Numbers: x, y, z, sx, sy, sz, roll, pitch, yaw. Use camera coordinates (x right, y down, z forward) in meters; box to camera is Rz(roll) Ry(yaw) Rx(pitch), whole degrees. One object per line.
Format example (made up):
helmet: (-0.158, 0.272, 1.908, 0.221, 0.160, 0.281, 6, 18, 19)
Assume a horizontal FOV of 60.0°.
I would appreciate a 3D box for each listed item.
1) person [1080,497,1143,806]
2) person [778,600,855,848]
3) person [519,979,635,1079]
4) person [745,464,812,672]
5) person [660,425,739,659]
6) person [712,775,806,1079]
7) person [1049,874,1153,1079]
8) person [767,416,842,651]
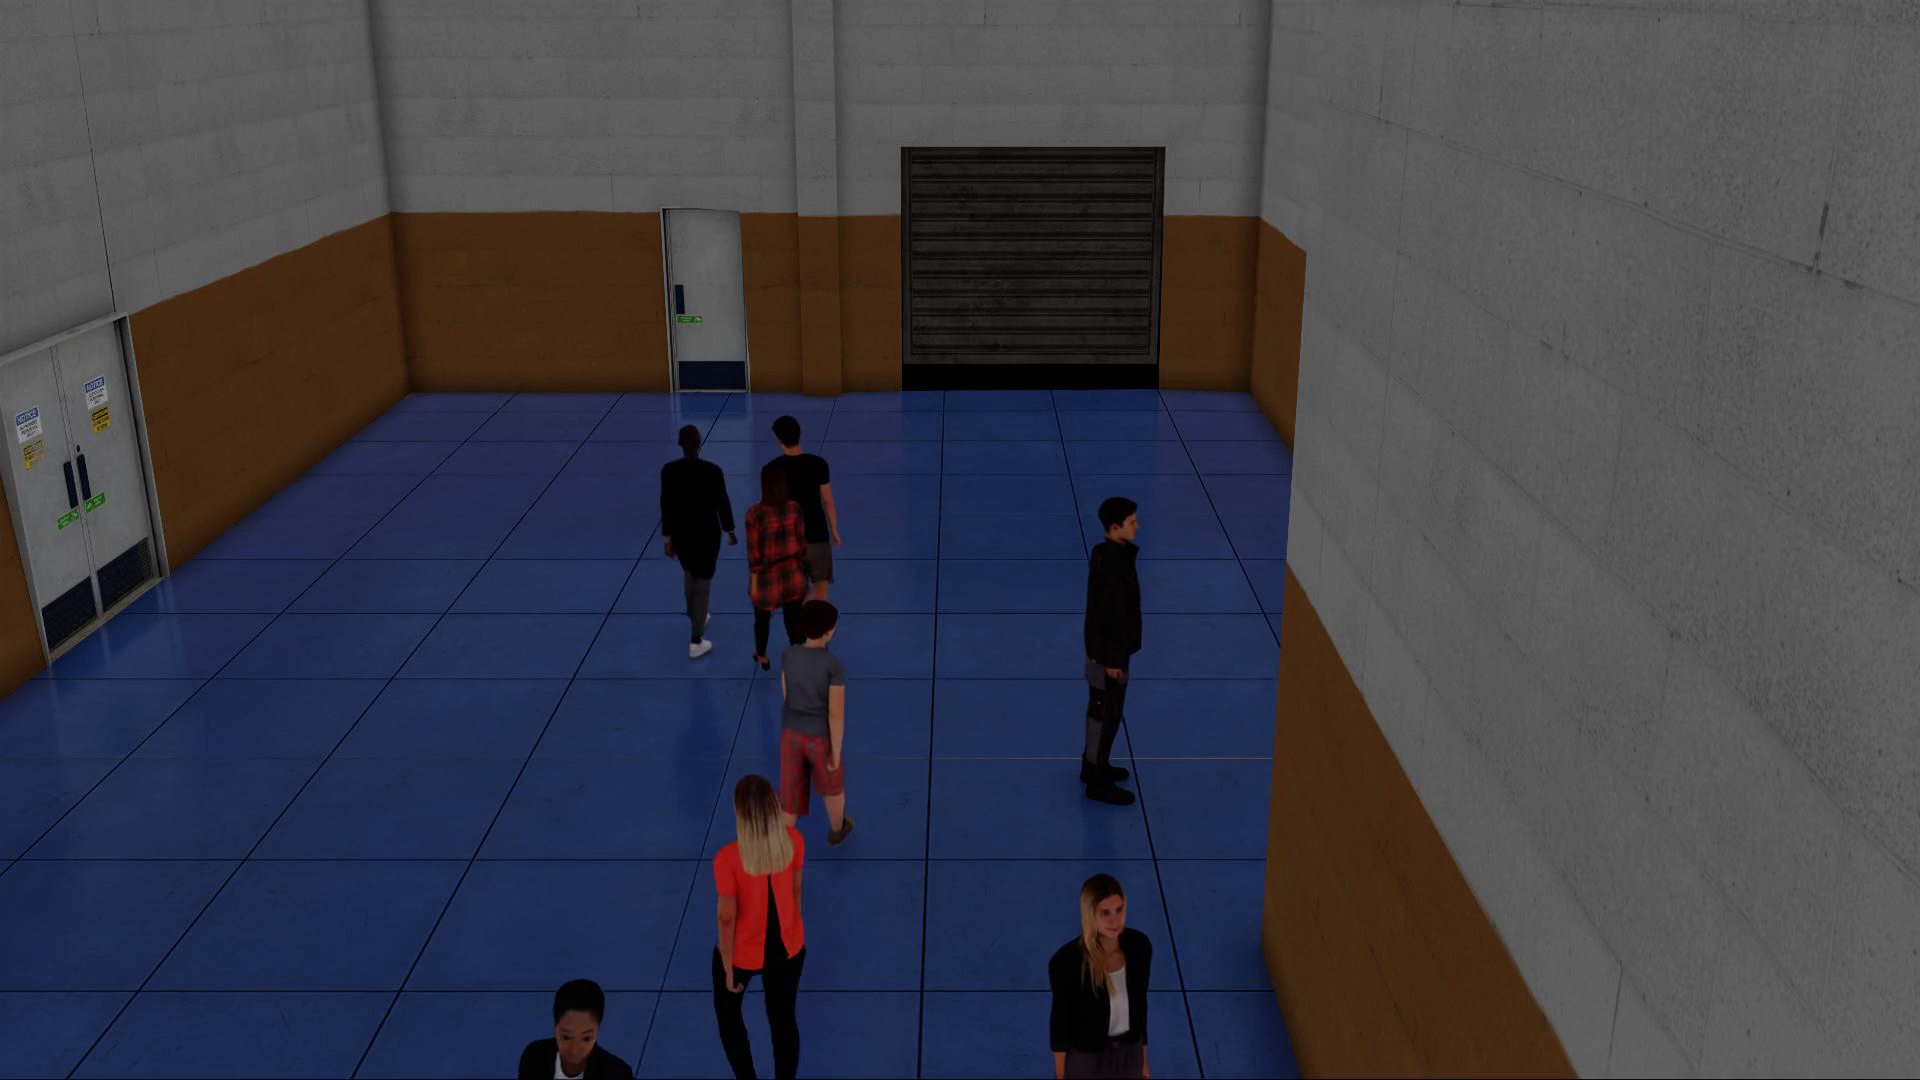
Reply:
person: (0.921, 0.656, 10.296, 0.582, 1.945, 0.696, 1, 19, 3)
person: (-0.879, 1.176, 9.269, 1.165, 1.602, 0.879, 5, 19, 15)
person: (-1.266, 2.257, 5.745, 0.803, 1.819, 0.827, 6, 20, 17)
person: (-1.252, 0.325, 11.735, 1.150, 1.654, 1.013, -9, 21, -25)
person: (-2.015, 0.059, 12.469, 0.965, 1.688, 0.874, 5, 19, 16)
person: (-0.813, 1.833, 7.219, 0.674, 1.682, 0.757, -10, 21, -27)
person: (0.539, 2.065, 6.545, 0.602, 1.671, 0.731, -8, 20, -22)
person: (-1.181, 0.010, 12.379, 0.872, 1.839, 0.787, 0, 19, 0)
